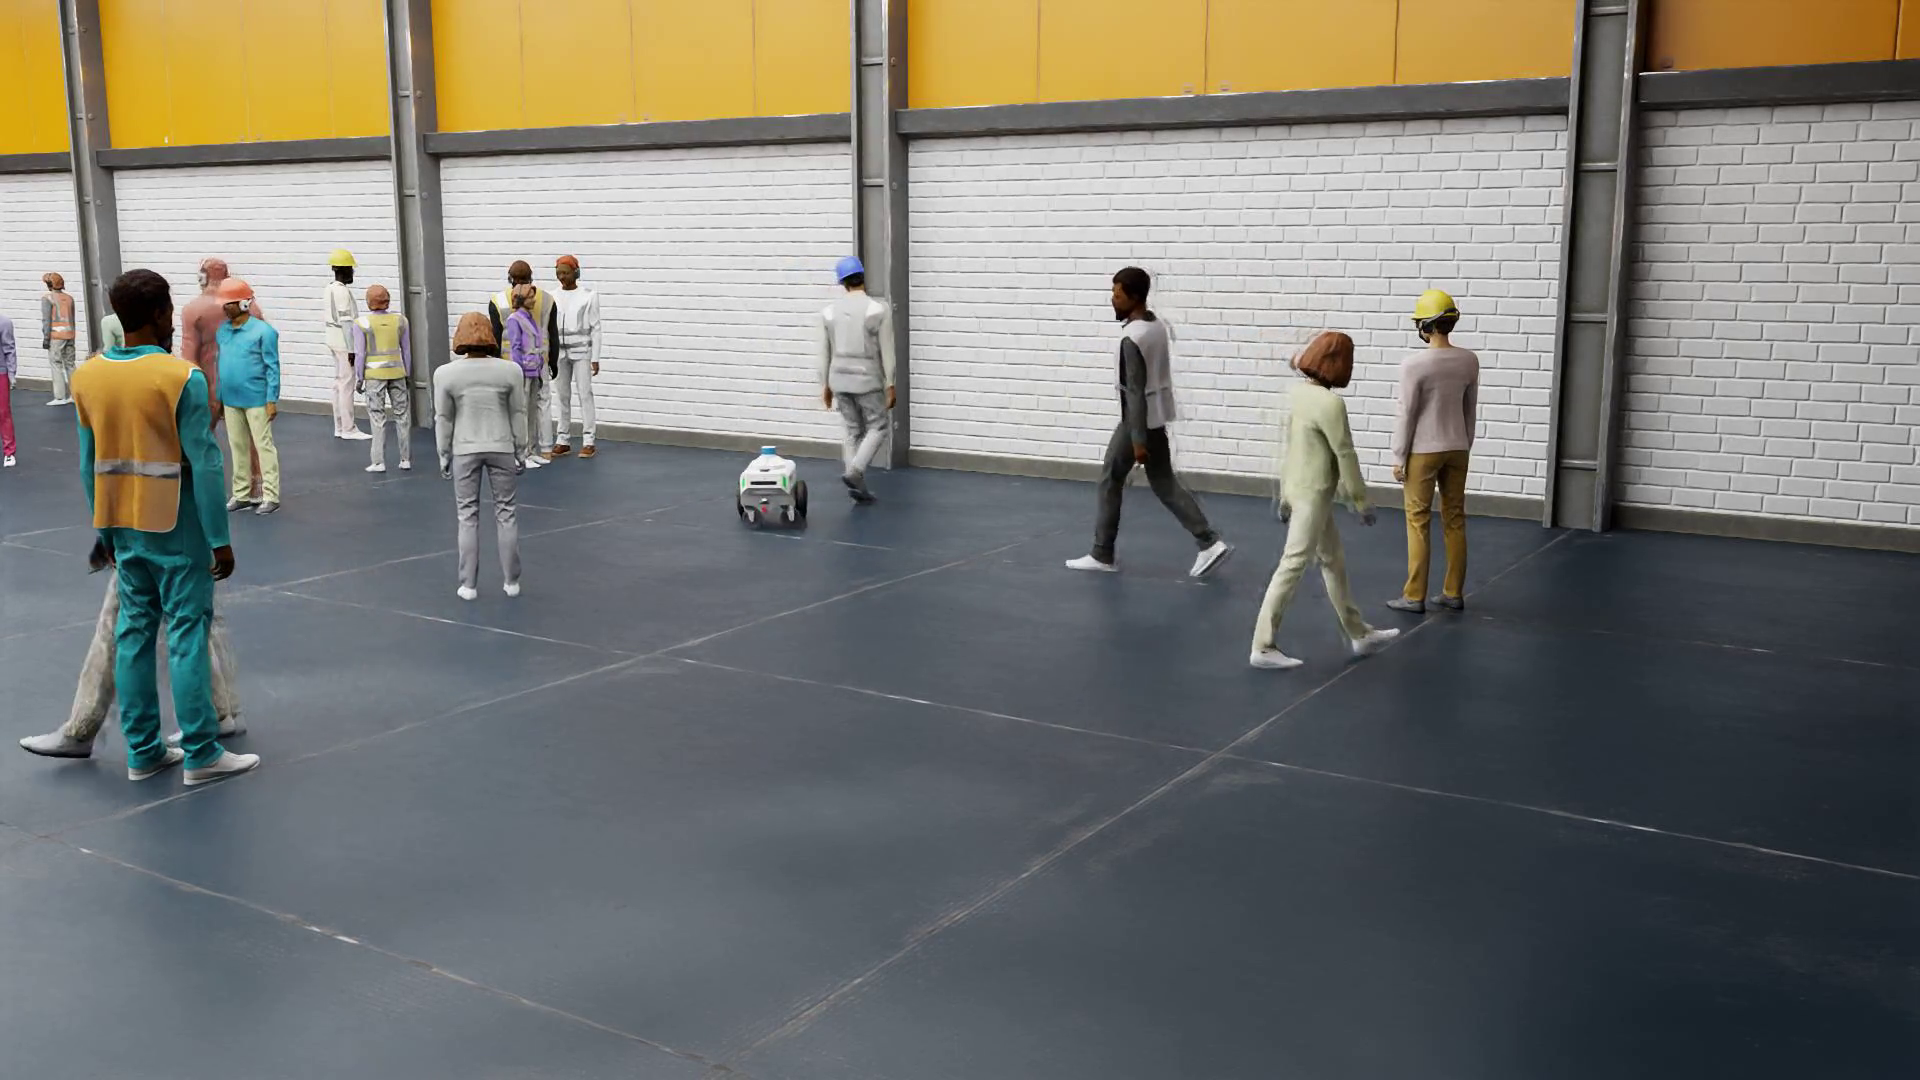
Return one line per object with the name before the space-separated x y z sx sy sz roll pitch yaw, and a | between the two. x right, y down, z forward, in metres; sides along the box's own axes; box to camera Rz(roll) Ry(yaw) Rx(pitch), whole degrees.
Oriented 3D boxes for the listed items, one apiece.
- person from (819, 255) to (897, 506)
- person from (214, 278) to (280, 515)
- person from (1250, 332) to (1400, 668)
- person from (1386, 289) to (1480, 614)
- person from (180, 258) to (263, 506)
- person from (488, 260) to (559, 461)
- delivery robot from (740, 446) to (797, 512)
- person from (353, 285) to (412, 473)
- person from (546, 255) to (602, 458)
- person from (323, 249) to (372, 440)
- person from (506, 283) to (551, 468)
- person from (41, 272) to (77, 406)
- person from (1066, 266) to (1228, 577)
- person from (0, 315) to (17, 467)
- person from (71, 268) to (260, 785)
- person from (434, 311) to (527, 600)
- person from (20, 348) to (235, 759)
person | -0.778 -1.184 12.548 0.634 1.909 0.547 4 11 23
person | -5.294 -1.058 12.306 0.561 1.745 0.331 3 11 17
person | 1.766 -0.177 7.850 0.843 1.588 0.488 -1 10 -3
person | 2.567 -0.474 9.051 0.527 1.760 0.333 -4 11 -22
person | -5.600 -1.175 12.579 0.514 1.885 0.660 9 13 40
person | -3.961 -1.612 15.115 0.636 1.842 0.429 -5 11 -26
delivery robot | -1.361 -0.427 11.854 0.477 0.478 0.707 0 10 0
person | -5.024 -1.401 14.518 0.512 1.637 0.307 -9 14 -42
person | -3.626 -1.705 15.508 0.584 1.884 0.349 2 10 13
person | -6.242 -1.978 16.908 0.372 1.926 0.585 -7 12 -33
person | -3.877 -1.465 14.862 0.307 1.641 0.512 1 10 4
person | -11.056 -2.469 20.454 0.313 1.630 0.524 2 10 10
person | 1.139 -0.700 9.980 0.955 1.878 0.599 5 12 28
person | -8.688 -1.460 14.850 0.498 1.633 0.285 -2 10 -12
person | -2.977 -0.038 6.175 0.593 1.921 0.391 3 11 16
person | -2.701 -0.473 9.409 0.493 1.625 0.280 -3 11 -17
person | -3.305 0.059 6.513 0.825 1.599 0.516 -5 11 -25
